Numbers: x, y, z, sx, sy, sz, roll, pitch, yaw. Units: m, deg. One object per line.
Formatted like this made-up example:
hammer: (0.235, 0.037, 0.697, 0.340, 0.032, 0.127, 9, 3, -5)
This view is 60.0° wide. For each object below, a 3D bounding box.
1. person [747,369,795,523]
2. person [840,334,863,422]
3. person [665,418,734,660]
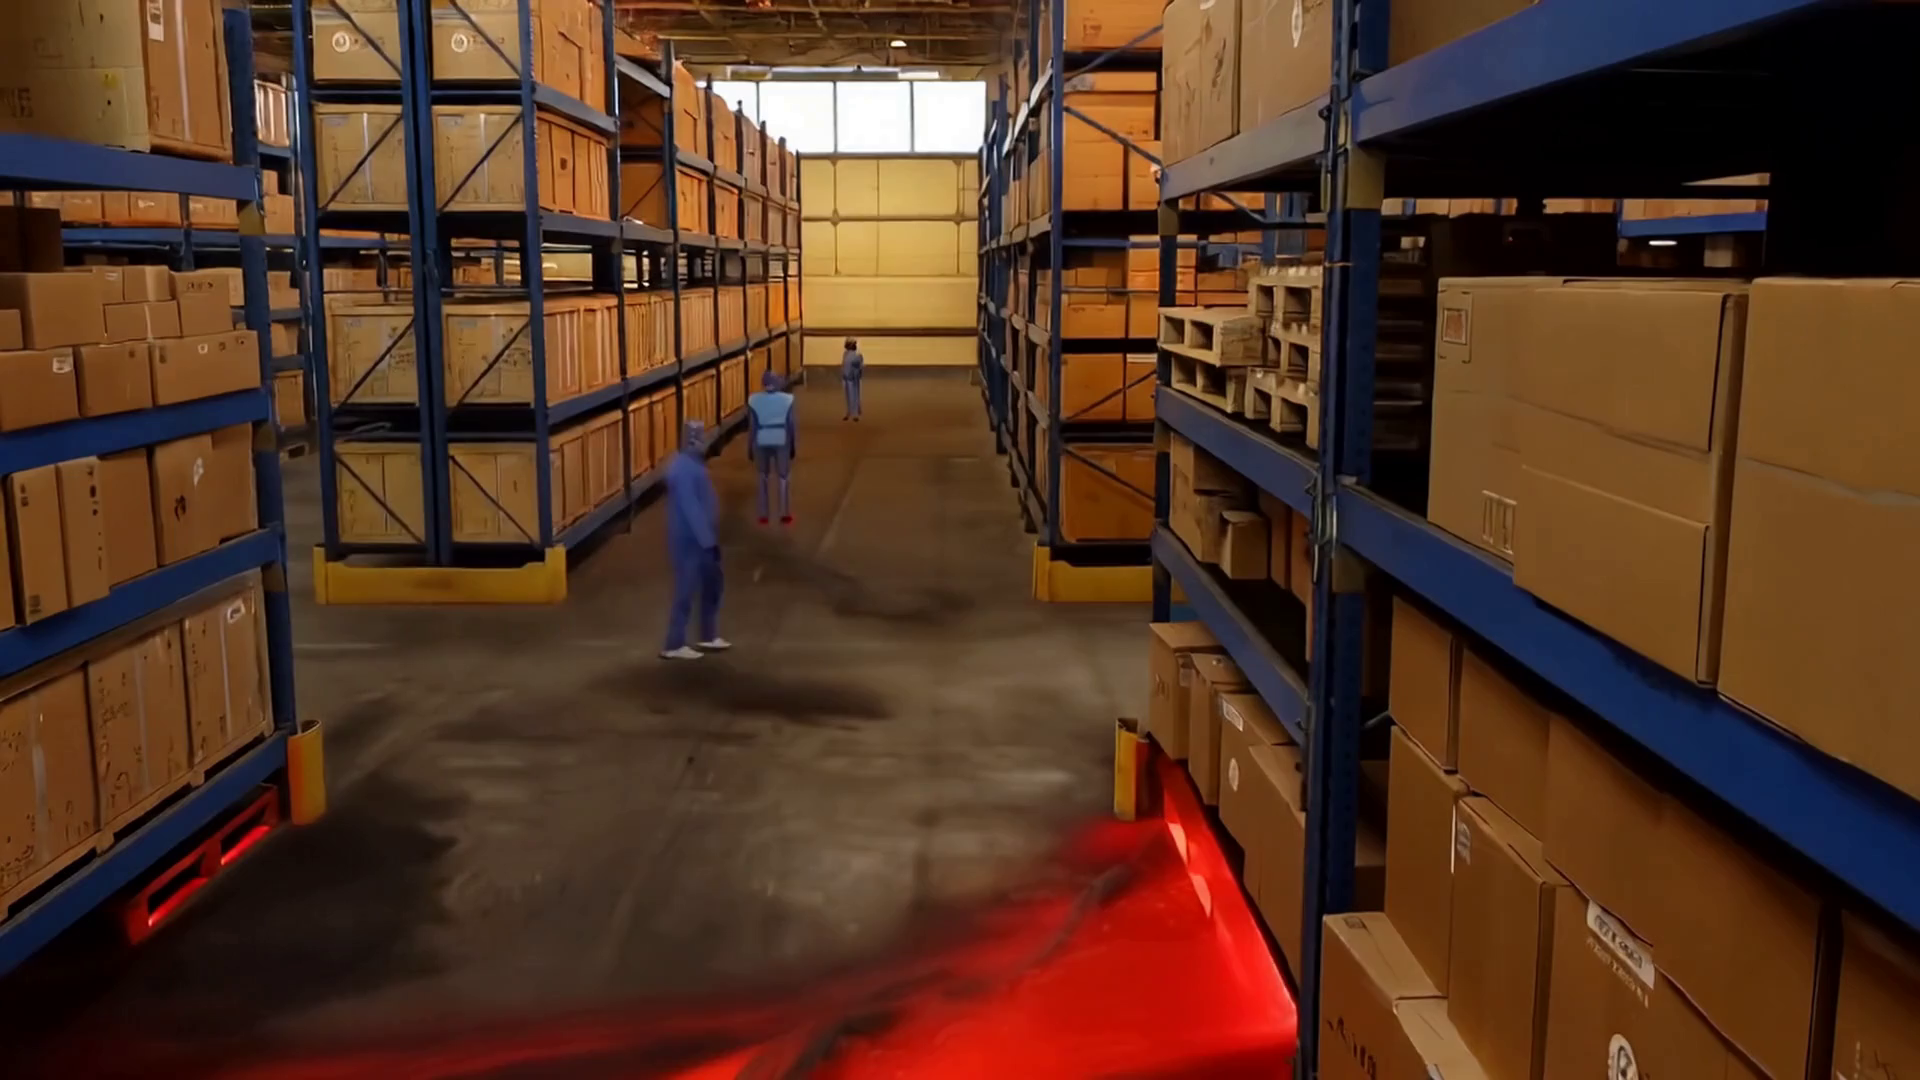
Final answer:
person: (-2.253, -1.120, 19.899, 0.564, 1.841, 0.391, -2, 9, -11)
person: (-2.162, -3.209, 33.013, 0.494, 1.742, 0.306, 6, 11, 33)
person: (-2.003, 0.001, 12.919, 0.704, 1.884, 0.645, -1, 9, -9)
